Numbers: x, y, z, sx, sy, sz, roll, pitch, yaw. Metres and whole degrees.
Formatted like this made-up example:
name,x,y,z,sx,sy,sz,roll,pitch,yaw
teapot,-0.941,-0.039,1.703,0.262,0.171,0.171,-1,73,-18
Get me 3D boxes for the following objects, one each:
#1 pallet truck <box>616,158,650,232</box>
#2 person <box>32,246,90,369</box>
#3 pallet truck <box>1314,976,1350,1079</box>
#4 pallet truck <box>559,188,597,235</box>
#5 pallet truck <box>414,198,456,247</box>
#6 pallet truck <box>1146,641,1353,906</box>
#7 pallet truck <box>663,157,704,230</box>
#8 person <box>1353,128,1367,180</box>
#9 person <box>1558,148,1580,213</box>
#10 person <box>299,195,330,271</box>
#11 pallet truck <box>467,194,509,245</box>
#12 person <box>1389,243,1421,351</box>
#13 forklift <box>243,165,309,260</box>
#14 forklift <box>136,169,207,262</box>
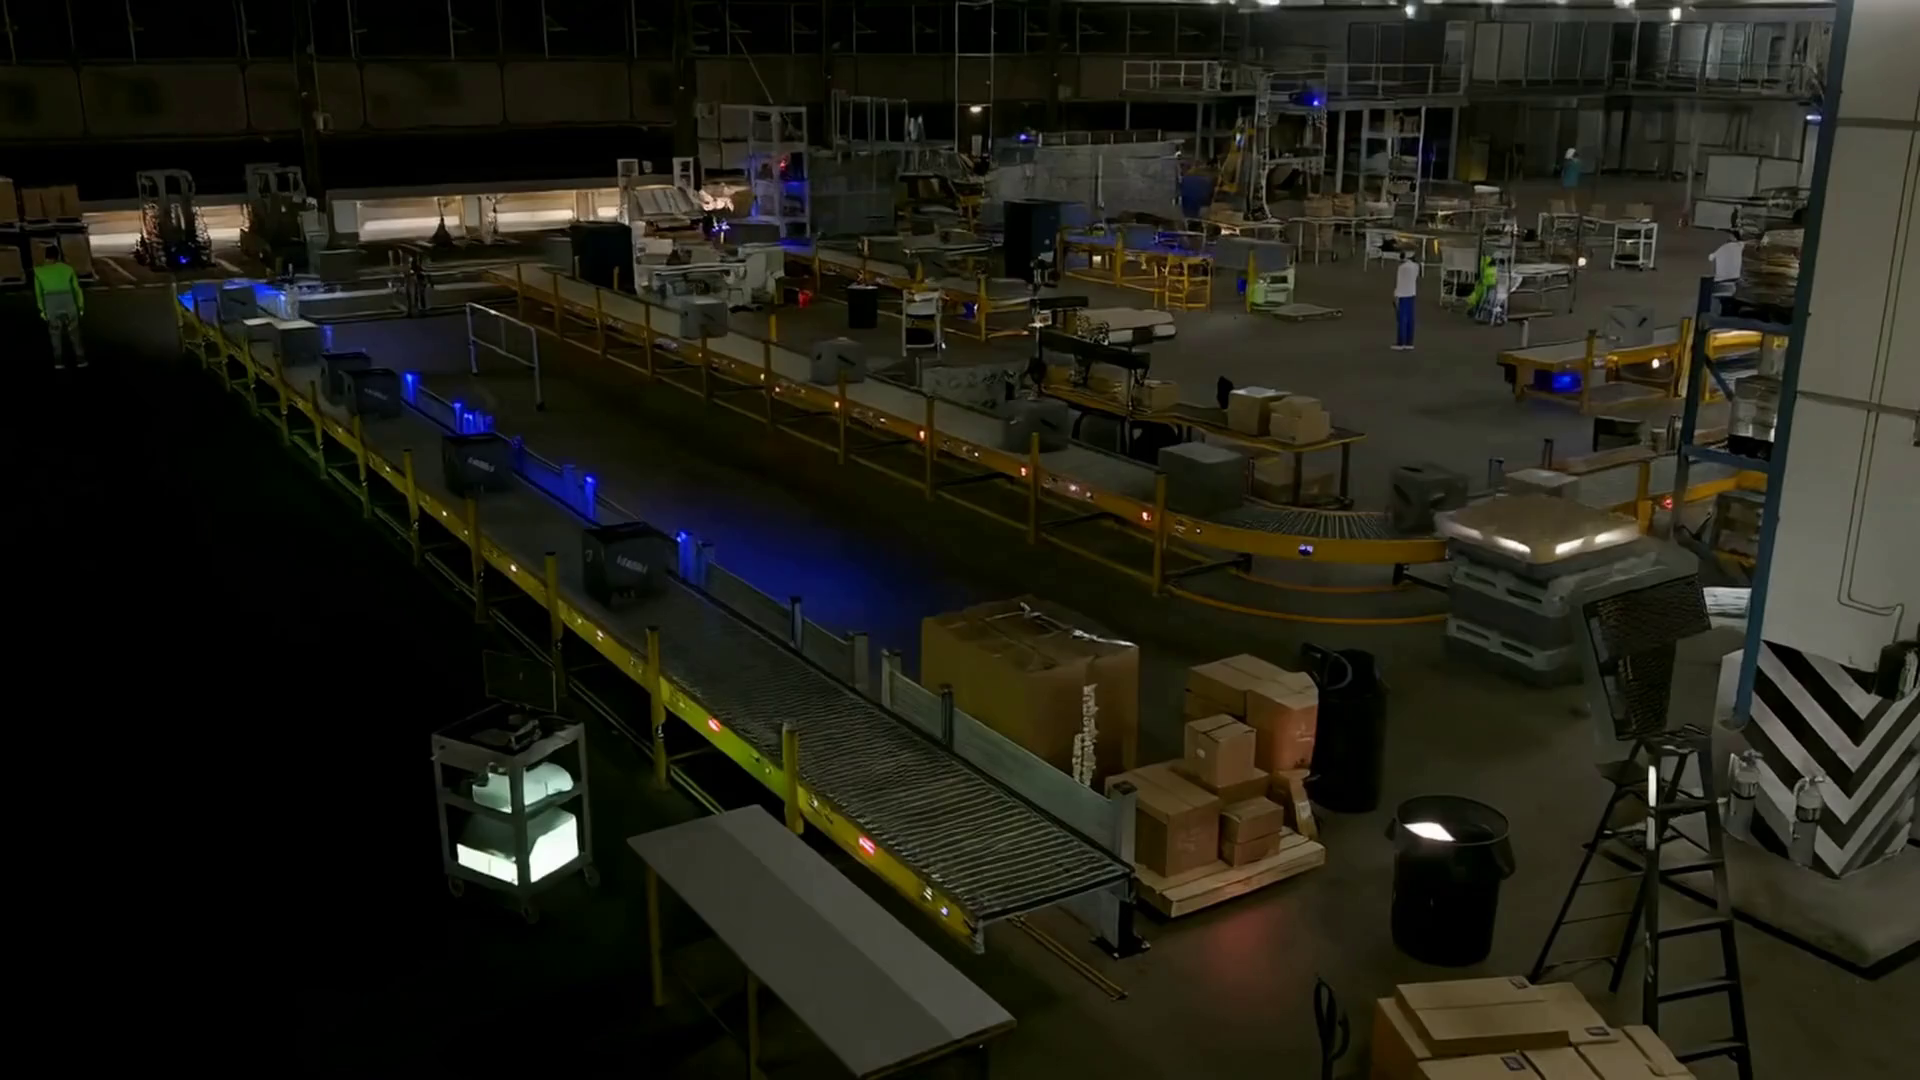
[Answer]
name,x,y,z,sx,sy,sz,roll,pitch,yaw
pallet truck,-8.918,-9.176,44.255,0.823,1.965,1.885,-9,19,-27
person,-14.018,-3.623,25.941,0.639,1.903,0.407,-5,18,-17
pallet truck,2.299,2.390,7.086,1.601,1.201,0.680,-2,17,-7
pallet truck,-10.010,-8.652,43.699,0.653,1.274,1.630,-10,20,-31
pallet truck,-13.250,-8.060,41.856,0.680,1.201,1.601,-10,20,-31
pallet truck,1.664,1.407,10.232,1.630,1.274,0.653,-10,20,-31
pallet truck,-7.586,-9.308,44.692,0.823,1.965,1.885,-11,20,-33
person,14.694,-14.187,61.140,0.593,1.873,0.520,-11,20,-33
person,17.515,-10.217,47.730,0.621,2.006,1.011,-3,17,-11
person,-13.648,-6.387,35.259,0.600,1.827,0.404,0,17,-1
pallet truck,-11.983,-8.177,42.137,0.704,1.261,1.522,-11,20,-33
person,7.356,-4.012,27.461,0.527,1.772,0.302,-11,20,-32
forklift,-15.898,-7.669,38.708,1.157,1.987,2.680,-11,20,-33
forklift,-17.842,-7.318,37.559,1.157,1.987,2.680,-10,20,-31
